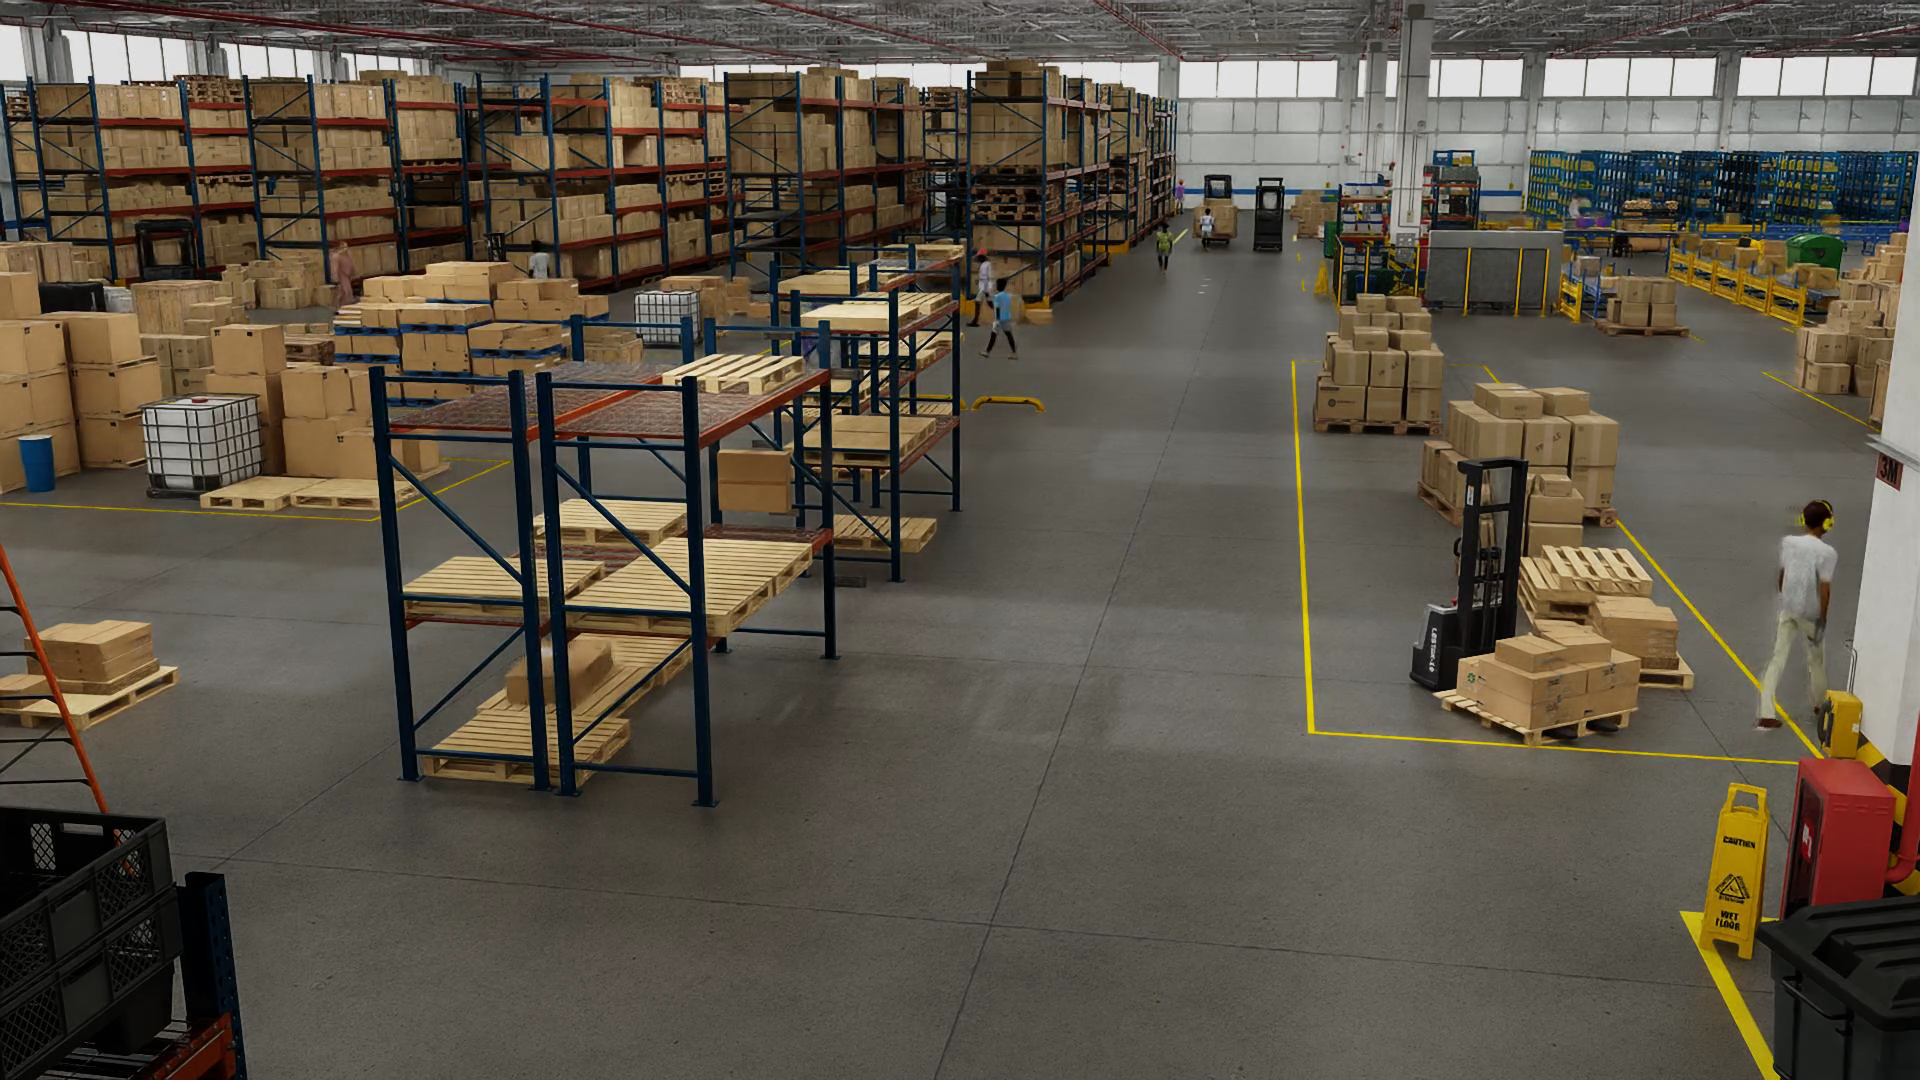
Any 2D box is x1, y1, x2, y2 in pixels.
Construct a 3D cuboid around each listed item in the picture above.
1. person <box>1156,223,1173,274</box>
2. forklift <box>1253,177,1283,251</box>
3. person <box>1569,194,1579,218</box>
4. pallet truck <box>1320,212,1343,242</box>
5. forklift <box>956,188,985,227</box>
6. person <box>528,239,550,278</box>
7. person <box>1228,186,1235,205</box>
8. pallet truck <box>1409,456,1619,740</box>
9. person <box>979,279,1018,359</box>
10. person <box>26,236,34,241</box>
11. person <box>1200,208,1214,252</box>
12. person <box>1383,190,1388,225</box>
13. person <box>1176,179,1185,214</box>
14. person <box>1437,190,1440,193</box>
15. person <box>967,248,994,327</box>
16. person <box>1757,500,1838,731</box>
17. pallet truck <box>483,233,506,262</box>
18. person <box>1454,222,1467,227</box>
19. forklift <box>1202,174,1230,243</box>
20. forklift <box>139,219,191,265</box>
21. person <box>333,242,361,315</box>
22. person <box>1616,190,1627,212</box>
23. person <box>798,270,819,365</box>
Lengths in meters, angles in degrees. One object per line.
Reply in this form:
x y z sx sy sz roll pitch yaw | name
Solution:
6.647 -9.487 54.170 0.552 1.677 0.565 3 14 13 | person
12.083 -12.747 64.956 1.129 2.768 1.873 3 14 10 | forklift
27.217 -14.439 73.970 0.974 1.840 0.689 9 16 32 | person
15.874 -13.227 70.310 0.680 1.201 1.601 10 17 35 | pallet truck
0.347 -9.755 52.810 1.129 2.768 1.873 3 14 10 | forklift
-10.571 -6.558 41.731 0.421 1.951 0.641 9 16 33 | person
14.437 -18.033 88.867 0.917 1.695 0.493 11 17 37 | person
4.504 0.400 13.395 0.823 1.965 1.885 -6 15 -23 | pallet truck
0.829 -4.543 34.170 0.893 1.640 0.548 9 17 33 | person
-26.887 -7.993 48.218 0.315 1.636 0.515 11 18 38 | person
9.563 -11.997 64.415 0.541 1.673 0.757 2 14 9 | person
20.897 -16.287 81.649 0.341 1.750 0.566 8 16 29 | person
12.365 -19.248 93.292 0.552 1.935 0.373 11 18 38 | person
22.804 -15.860 79.817 0.895 1.805 0.574 -1 14 -5 | person
0.660 -6.019 39.696 0.909 1.895 0.546 5 15 18 | person
6.636 0.577 13.054 0.987 1.812 0.494 -9 17 -33 | person
-11.832 -7.026 43.548 1.885 1.965 0.823 8 16 28 | pallet truck
19.677 -12.395 65.589 1.038 1.891 0.613 0 14 1 | person
10.731 -13.819 69.308 1.129 2.768 1.873 3 14 10 | forklift
-16.384 -5.252 34.527 1.129 2.768 1.873 -6 15 -25 | forklift
-15.532 -6.634 42.231 0.981 1.854 0.657 2 14 6 | person
35.028 -17.888 88.145 0.944 1.763 0.636 -5 15 -21 | person
-3.040 -4.423 33.172 0.479 1.907 0.589 -13 19 -42 | person
